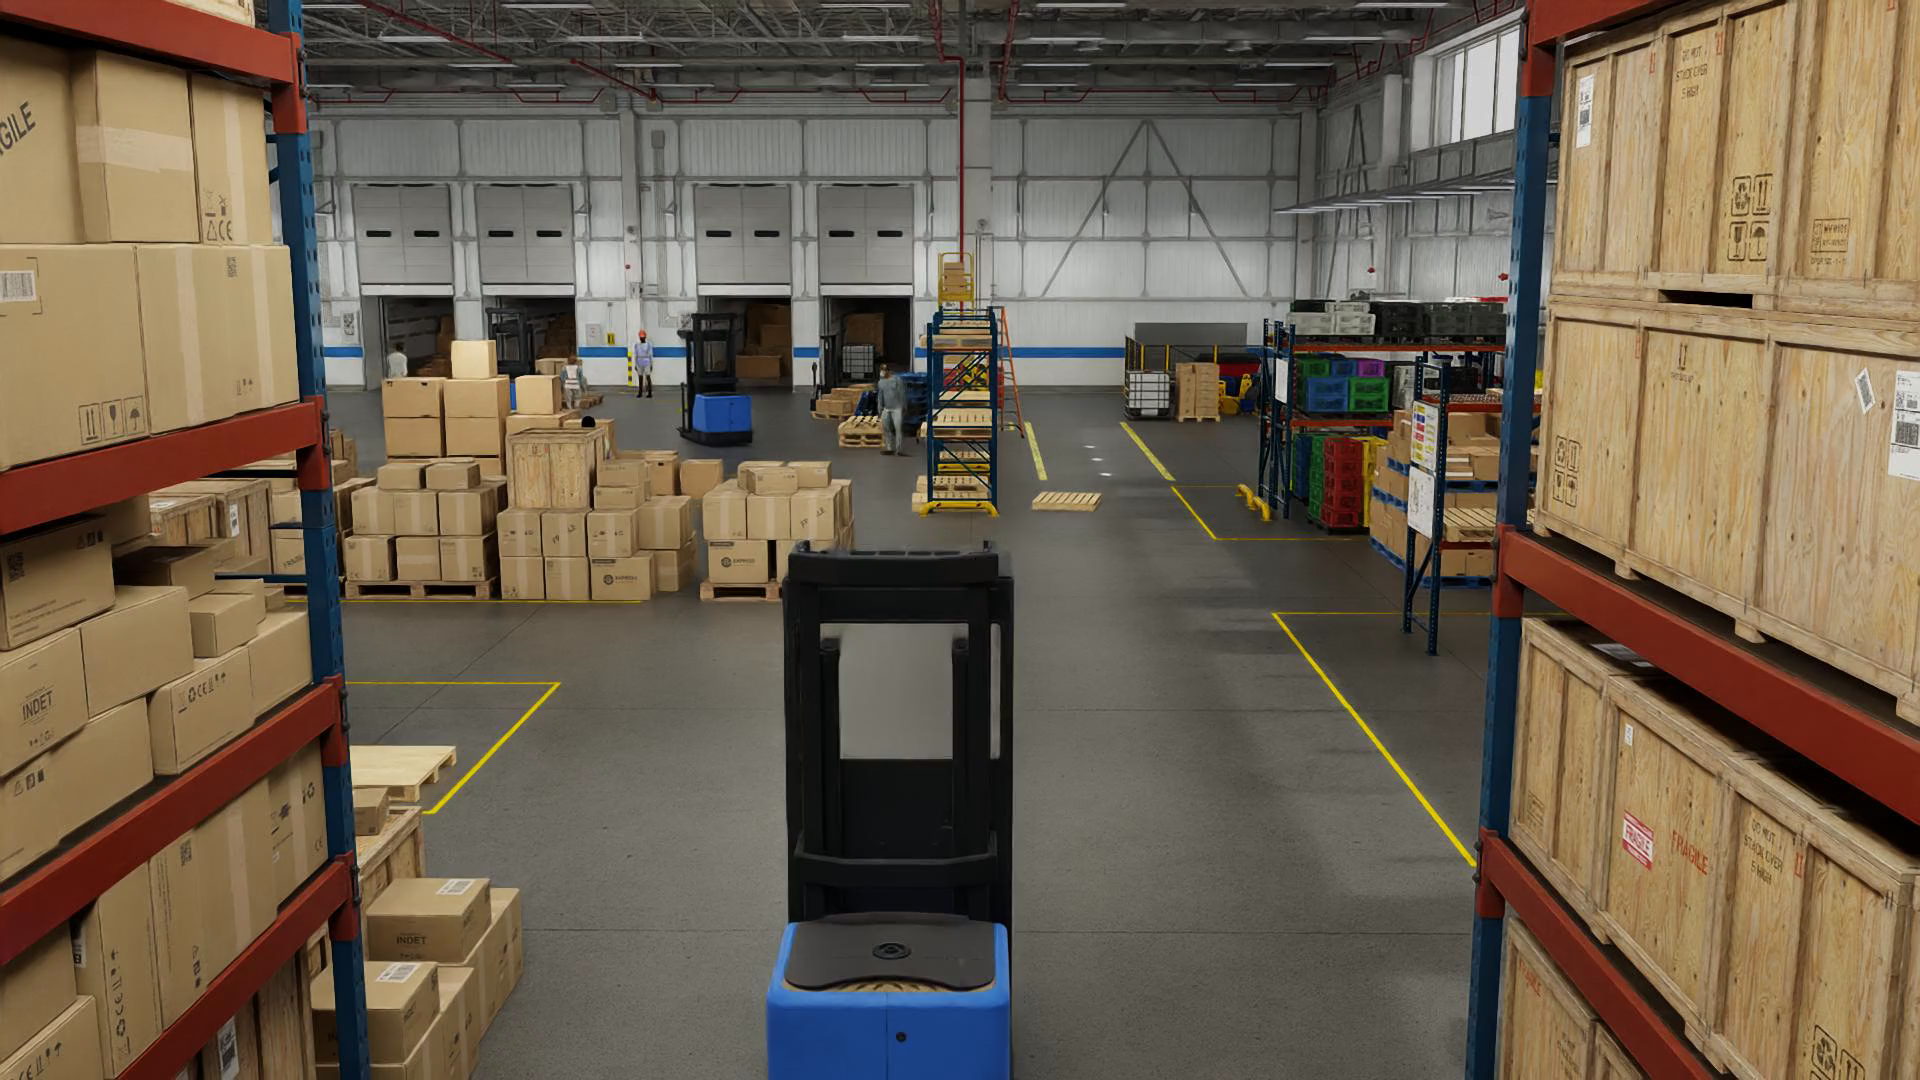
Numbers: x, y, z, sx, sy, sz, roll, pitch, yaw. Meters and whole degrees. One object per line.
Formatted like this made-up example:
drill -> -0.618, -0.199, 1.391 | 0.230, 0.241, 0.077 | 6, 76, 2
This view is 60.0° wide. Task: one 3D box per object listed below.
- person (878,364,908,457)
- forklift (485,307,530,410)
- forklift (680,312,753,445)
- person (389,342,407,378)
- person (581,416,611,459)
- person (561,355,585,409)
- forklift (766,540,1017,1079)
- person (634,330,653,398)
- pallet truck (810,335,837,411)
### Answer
person -> -1.346, -2.622, 33.709 | 0.740, 1.894, 0.365 | 6, 12, 32
forklift -> -10.754, -4.150, 39.646 | 1.129, 2.768, 1.873 | 0, 10, 1
forklift -> -5.312, -3.541, 36.133 | 1.129, 2.768, 1.873 | -5, 11, -25
person -> -13.877, -3.966, 41.328 | 0.626, 1.919, 0.666 | 6, 11, 30
person -> -5.033, -0.736, 22.722 | 0.590, 1.919, 0.392 | -9, 13, -42
person -> -9.524, -3.732, 40.872 | 0.626, 1.609, 0.668 | -1, 10, -7
forklift -> -0.292, 1.390, 7.683 | 1.129, 2.768, 1.873 | 0, 10, 1
person -> -9.009, -5.008, 47.355 | 0.546, 1.927, 0.390 | 2, 10, 11
pallet truck -> -3.021, -4.312, 43.126 | 1.885, 1.965, 0.823 | 3, 10, 17
